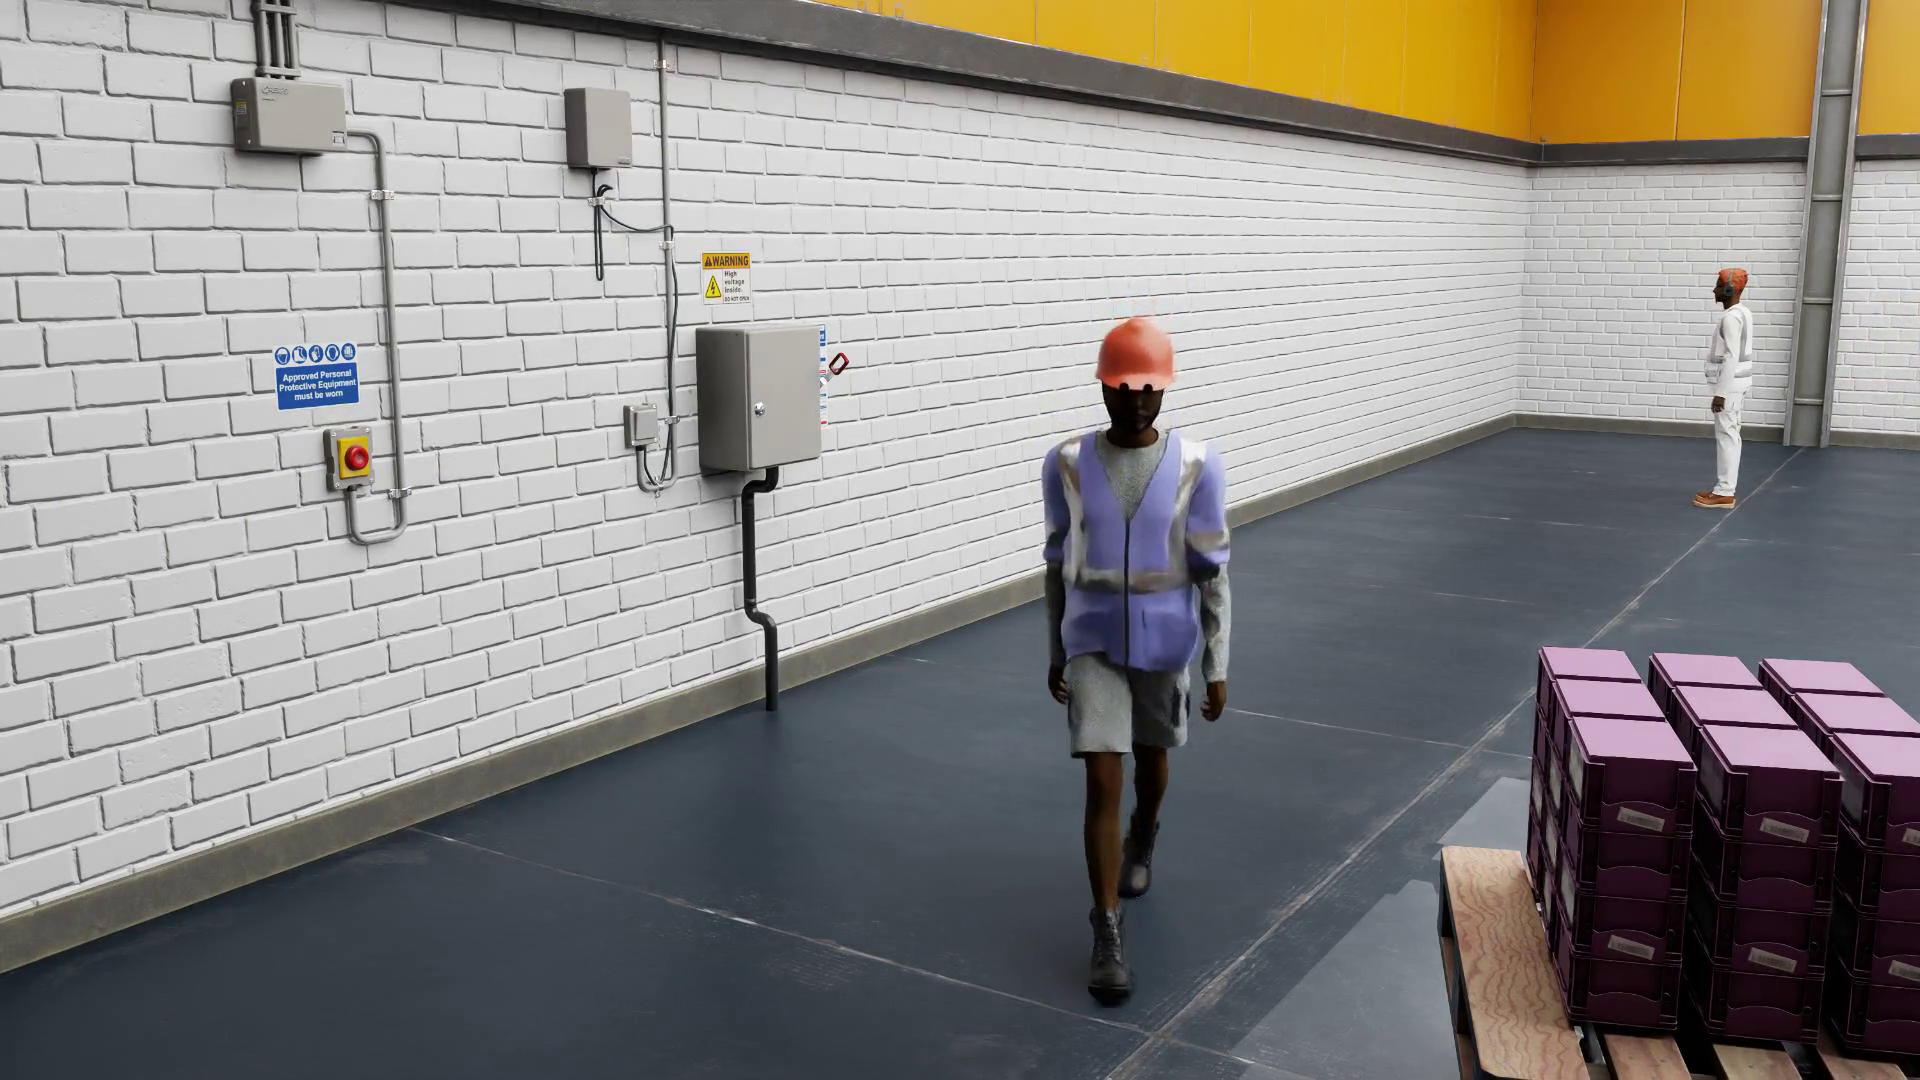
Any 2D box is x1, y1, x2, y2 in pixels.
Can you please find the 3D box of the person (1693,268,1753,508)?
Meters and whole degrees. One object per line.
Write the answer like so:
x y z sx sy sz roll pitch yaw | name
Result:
6.036 -1.191 13.106 0.357 1.883 0.573 6 12 31 | person

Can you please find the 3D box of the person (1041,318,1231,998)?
0.517 0.282 4.951 0.555 1.891 1.021 1 10 7 | person
